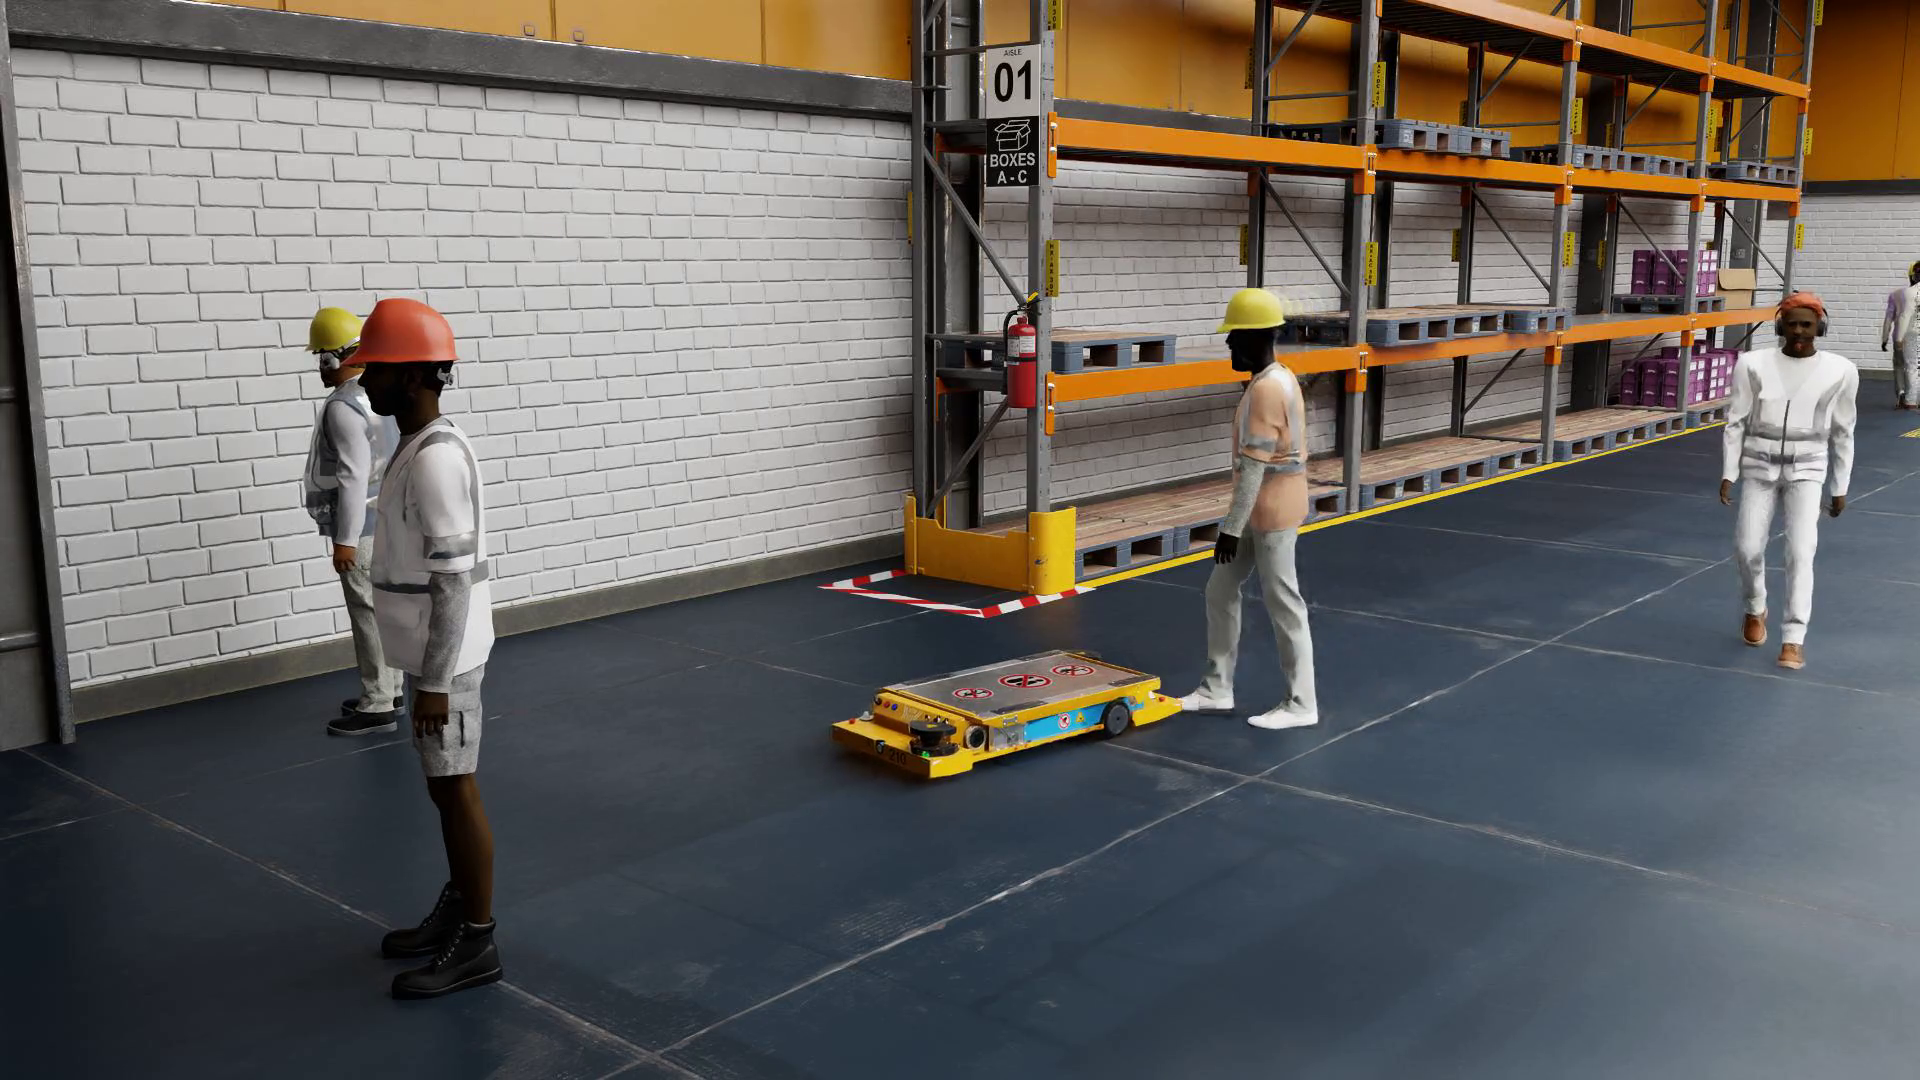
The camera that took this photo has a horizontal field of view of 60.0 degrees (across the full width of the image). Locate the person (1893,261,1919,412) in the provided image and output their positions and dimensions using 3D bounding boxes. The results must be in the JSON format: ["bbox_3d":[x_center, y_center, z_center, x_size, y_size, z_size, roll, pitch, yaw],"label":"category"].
[{"bbox_3d":[12.135,-2.579,21.079,0.653,1.927,0.416,-4,11,-20],"label":"person"}]

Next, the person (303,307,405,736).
[{"bbox_3d":[-2.590,-0.078,7.136,0.404,1.827,0.589,-1,10,-5],"label":"person"}]

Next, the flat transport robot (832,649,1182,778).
[{"bbox_3d":[0.222,0.708,7.086,1.431,0.197,0.652,-8,13,-40],"label":"flat transport robot"}]

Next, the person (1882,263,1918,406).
[{"bbox_3d":[12.252,-2.625,21.456,0.598,1.898,0.872,4,11,24],"label":"person"}]

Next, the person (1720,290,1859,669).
[{"bbox_3d":[4.180,-0.320,8.407,0.588,1.871,0.564,6,12,32],"label":"person"}]

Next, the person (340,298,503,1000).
[{"bbox_3d":[-1.488,0.304,4.639,0.360,1.939,0.543,-4,11,-21],"label":"person"}]

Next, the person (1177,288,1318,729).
[{"bbox_3d":[1.203,-0.116,7.131,0.792,1.896,0.594,1,10,7],"label":"person"}]
